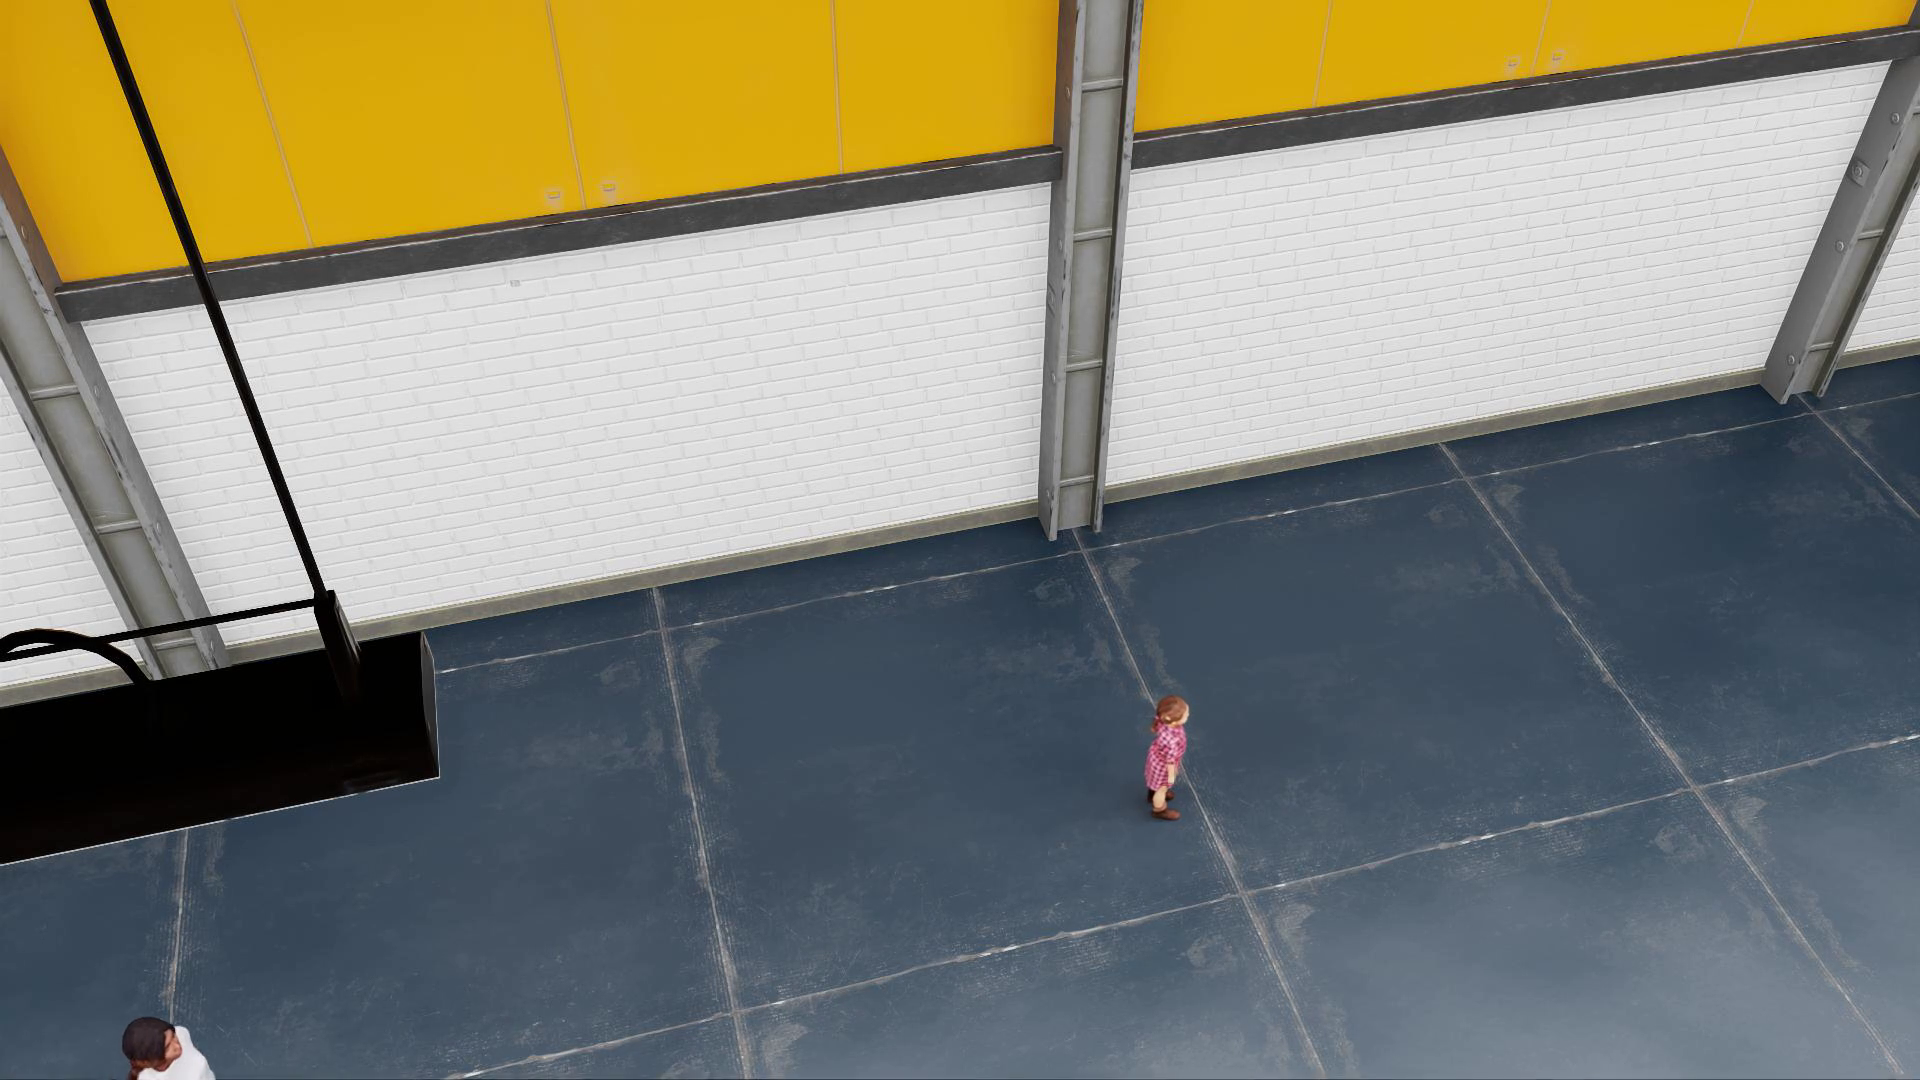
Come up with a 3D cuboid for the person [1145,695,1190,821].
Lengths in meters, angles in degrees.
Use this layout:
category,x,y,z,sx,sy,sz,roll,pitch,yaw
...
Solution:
category,x,y,z,sx,sy,sz,roll,pitch,yaw
person,1.210,1.277,9.839,0.465,1.020,0.453,-5,44,-6
